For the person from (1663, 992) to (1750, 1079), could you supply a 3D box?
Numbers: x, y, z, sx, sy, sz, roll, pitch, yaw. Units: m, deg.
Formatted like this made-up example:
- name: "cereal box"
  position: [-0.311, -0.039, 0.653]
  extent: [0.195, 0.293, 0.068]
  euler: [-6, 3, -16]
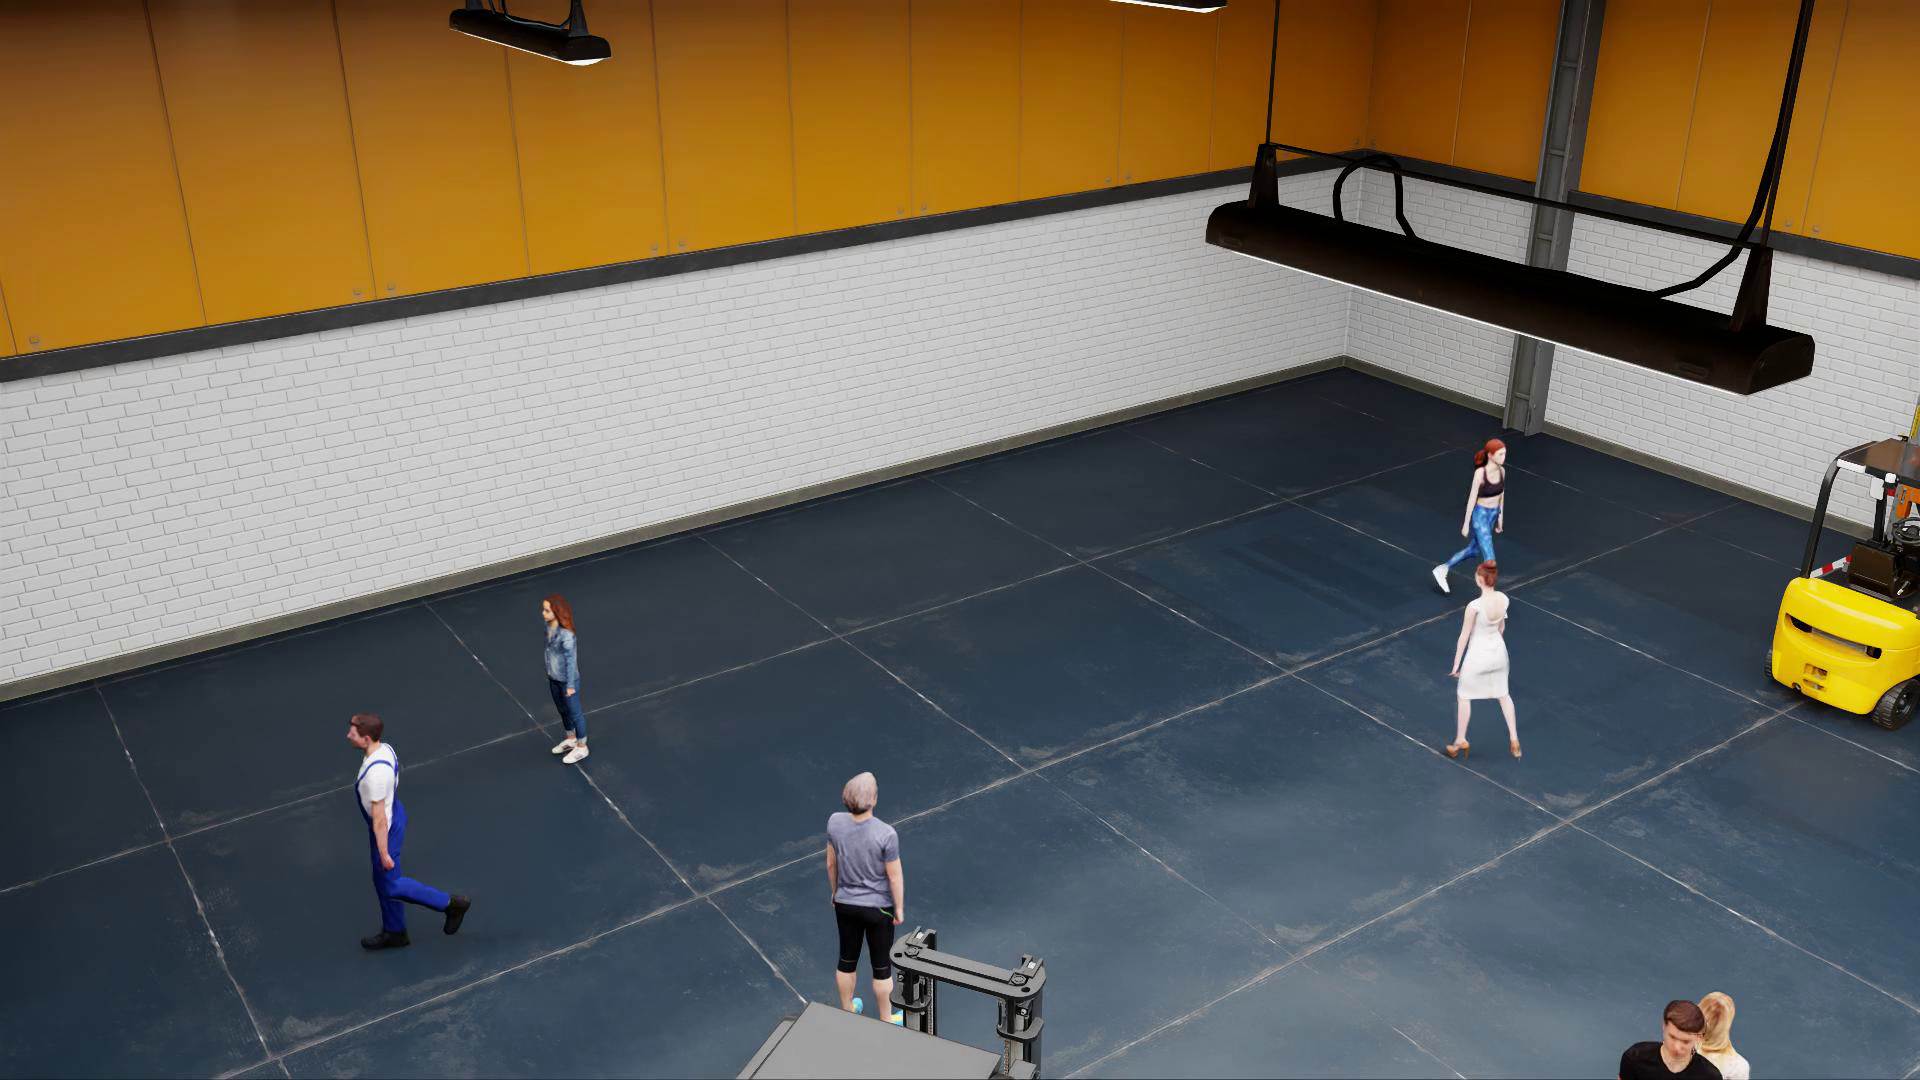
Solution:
- name: "person"
  position: [3.791, 3.109, 8.647]
  extent: [0.533, 1.809, 0.708]
  euler: [19, 30, 37]

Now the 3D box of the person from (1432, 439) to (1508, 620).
- name: "person"
  position: [5.017, -0.157, 16.192]
  extent: [0.561, 1.749, 1.165]
  euler: [-16, 28, -33]

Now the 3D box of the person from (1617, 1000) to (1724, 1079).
- name: "person"
  position: [3.569, 3.132, 8.528]
  extent: [0.714, 1.862, 0.824]
  euler: [10, 25, 21]

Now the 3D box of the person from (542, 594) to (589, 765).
- name: "person"
  position: [-3.233, 1.115, 13.624]
  extent: [0.481, 1.475, 0.643]
  euler: [21, 31, 40]

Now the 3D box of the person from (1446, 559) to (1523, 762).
- name: "person"
  position: [4.240, 0.991, 13.520]
  extent: [0.867, 1.786, 0.827]
  euler: [-8, 25, -18]

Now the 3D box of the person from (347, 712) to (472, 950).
- name: "person"
  position: [-3.770, 1.972, 11.216]
  extent: [0.952, 1.834, 1.047]
  euler: [-4, 24, -9]

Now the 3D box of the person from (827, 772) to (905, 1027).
- name: "person"
  position: [-0.595, 2.290, 10.423]
  extent: [0.695, 1.888, 0.807]
  euler: [10, 25, 21]
